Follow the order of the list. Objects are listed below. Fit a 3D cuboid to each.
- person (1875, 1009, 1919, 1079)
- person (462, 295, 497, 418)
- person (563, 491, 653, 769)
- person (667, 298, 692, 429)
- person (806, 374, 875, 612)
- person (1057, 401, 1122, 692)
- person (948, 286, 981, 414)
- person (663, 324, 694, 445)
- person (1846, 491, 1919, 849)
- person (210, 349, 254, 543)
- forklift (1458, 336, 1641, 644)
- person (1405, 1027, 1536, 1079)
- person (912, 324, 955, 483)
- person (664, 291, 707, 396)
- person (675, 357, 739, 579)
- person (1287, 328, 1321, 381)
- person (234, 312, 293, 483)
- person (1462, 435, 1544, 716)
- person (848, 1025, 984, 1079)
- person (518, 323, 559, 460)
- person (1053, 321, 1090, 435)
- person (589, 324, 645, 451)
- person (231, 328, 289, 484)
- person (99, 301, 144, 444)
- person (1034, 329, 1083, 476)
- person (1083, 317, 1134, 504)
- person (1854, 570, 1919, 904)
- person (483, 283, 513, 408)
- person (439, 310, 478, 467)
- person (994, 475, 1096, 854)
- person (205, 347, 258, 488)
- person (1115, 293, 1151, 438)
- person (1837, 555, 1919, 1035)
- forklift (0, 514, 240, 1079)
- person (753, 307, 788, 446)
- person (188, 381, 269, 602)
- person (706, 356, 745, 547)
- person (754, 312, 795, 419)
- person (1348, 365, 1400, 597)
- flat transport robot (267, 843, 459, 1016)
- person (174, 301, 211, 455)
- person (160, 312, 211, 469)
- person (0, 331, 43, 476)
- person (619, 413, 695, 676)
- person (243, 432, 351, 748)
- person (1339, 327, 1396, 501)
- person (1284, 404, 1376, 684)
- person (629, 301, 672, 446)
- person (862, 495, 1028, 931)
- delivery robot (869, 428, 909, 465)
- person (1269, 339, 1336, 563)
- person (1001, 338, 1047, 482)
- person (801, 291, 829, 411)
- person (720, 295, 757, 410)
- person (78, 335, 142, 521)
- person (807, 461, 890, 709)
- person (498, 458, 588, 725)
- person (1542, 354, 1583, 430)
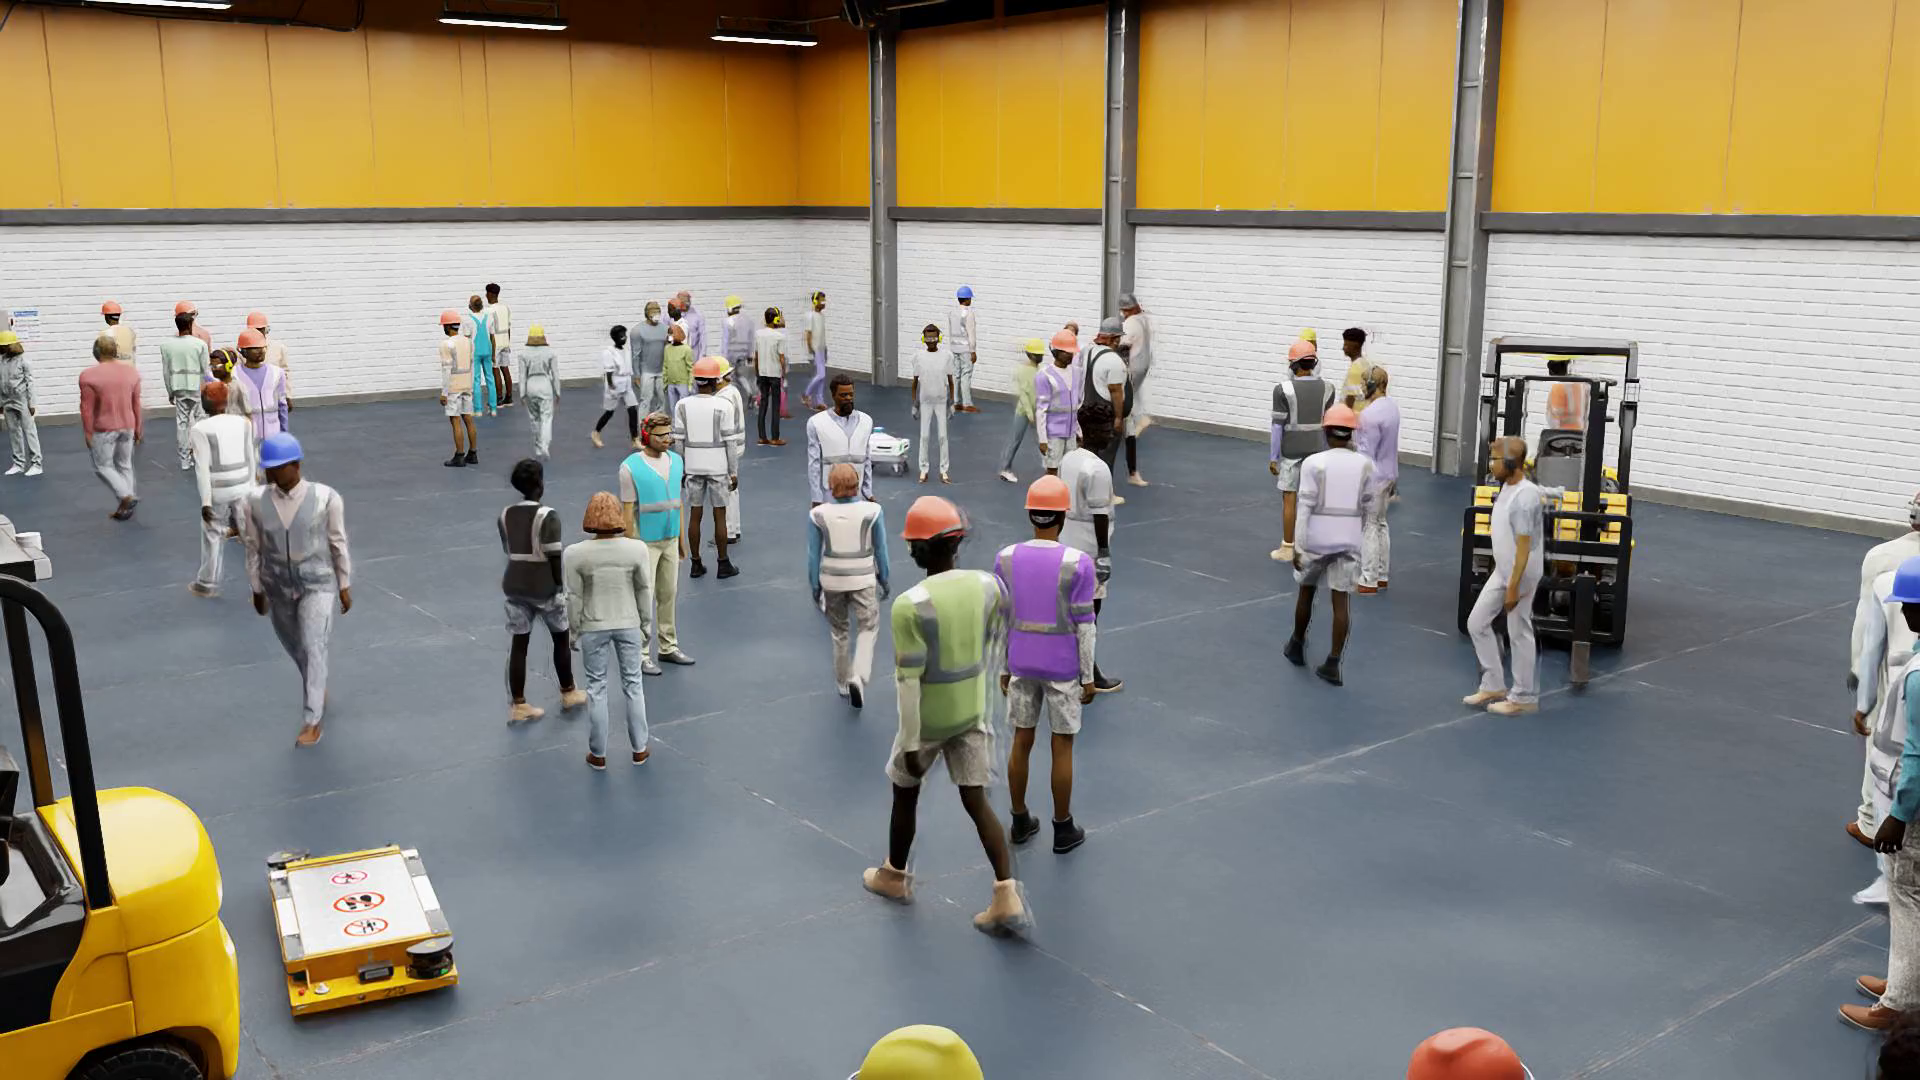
[{"bbox_3d":[1.921,1.762,3.161,0.666,1.878,0.429,-7,14,-30],"label":"person"},{"bbox_3d":[-7.238,-2.764,25.059,0.507,1.845,0.339,-9,15,-37],"label":"person"},{"bbox_3d":[-2.035,0.528,9.679,0.497,1.632,0.289,-4,12,-17],"label":"person"},{"bbox_3d":[-4.002,-2.506,23.745,0.358,1.876,0.575,-4,12,-18],"label":"person"},{"bbox_3d":[-0.960,-0.386,13.397,0.587,1.920,0.395,-8,14,-34],"label":"person"},{"bbox_3d":[0.857,0.041,11.225,0.372,1.963,0.608,-5,13,-21],"label":"person"},{"bbox_3d":[0.056,-2.921,25.563,0.389,1.949,0.604,-8,14,-35],"label":"person"},{"bbox_3d":[-3.753,-2.058,22.160,0.505,1.632,0.269,7,14,31],"label":"person"},{"bbox_3d":[4.859,0.643,8.440,0.651,1.913,0.410,3,12,15],"label":"person"},{"bbox_3d":[-7.015,-0.906,16.027,0.516,1.871,0.325,6,13,28],"label":"person"},{"bbox_3d":[4.683,-0.471,13.136,1.214,2.155,2.313,4,12,20],"label":"forklift"},{"bbox_3d":[0.975,1.782,3.333,0.343,1.747,0.572,-9,14,-36],"label":"person"},{"bbox_3d":[-0.307,-1.581,19.321,0.510,1.861,0.323,0,12,-1],"label":"person"},{"bbox_3d":[-4.195,-2.861,25.469,0.644,1.872,0.768,-2,12,-12],"label":"person"},{"bbox_3d":[-2.197,-0.628,14.518,0.550,1.935,0.376,3,12,12],"label":"person"},{"bbox_3d":[4.190,-1.707,20.225,0.325,1.737,0.487,-10,15,-39],"label":"person"},{"bbox_3d":[-8.095,-1.655,19.340,0.624,1.992,0.386,-6,13,-25],"label":"person"},{"bbox_3d":[3.454,0.247,10.588,0.573,1.814,0.529,0,12,0],"label":"person"},{"bbox_3d":[-0.079,1.773,3.178,0.404,1.830,0.602,2,12,7],"label":"person"},{"bbox_3d":[-5.359,-1.891,21.174,0.492,1.717,0.803,-2,12,-9],"label":"person"},{"bbox_3d":[1.531,-2.184,22.804,0.520,1.625,0.366,0,12,2],"label":"person"},{"bbox_3d":[-4.524,-2.004,21.821,0.813,1.665,0.531,8,14,34],"label":"person"},{"bbox_3d":[-6.846,-1.041,16.248,0.614,2.046,0.366,-10,15,-41],"label":"person"},{"bbox_3d":[-11.224,-2.215,22.184,0.376,1.935,0.550,4,12,20],"label":"person"},{"bbox_3d":[1.009,-1.061,16.393,0.613,2.033,0.411,-11,16,-42],"label":"person"},{"bbox_3d":[1.622,-1.413,18.060,0.542,2.000,0.690,-5,13,-21],"label":"person"},{"bbox_3d":[4.546,0.804,7.798,0.611,1.873,0.723,5,13,23],"label":"person"},{"bbox_3d":[-7.299,-3.063,26.206,0.361,1.963,0.613,4,12,20],"label":"person"},{"bbox_3d":[-6.224,-1.869,20.519,0.372,1.933,0.552,5,13,24],"label":"person"},{"bbox_3d":[0.441,0.630,8.473,0.545,1.929,0.389,6,13,26],"label":"person"},{"bbox_3d":[-8.271,-1.380,18.904,0.513,1.631,0.318,-8,14,-34],"label":"person"},{"bbox_3d":[2.355,-2.402,22.834,0.572,2.000,0.704,7,14,31],"label":"person"},{"bbox_3d":[3.788,1.015,6.584,0.401,1.938,0.602,10,16,41],"label":"person"},{"bbox_3d":[-3.687,1.115,5.480,2.313,2.155,1.214,-9,15,-36],"label":"forklift"},{"bbox_3d":[-2.520,-2.173,22.190,0.528,1.857,0.333,6,13,27],"label":"person"},{"bbox_3d":[-6.014,-0.390,13.640,1.014,1.832,0.589,7,14,30],"label":"person"},{"bbox_3d":[-2.252,-0.845,15.868,0.403,1.817,0.601,0,12,-1],"label":"person"},{"bbox_3d":[-2.786,-2.606,24.850,0.514,1.617,0.518,-9,15,-38],"label":"person"},{"bbox_3d":[3.462,-0.492,13.906,0.377,1.927,0.635,7,14,30],"label":"person"},{"bbox_3d":[-2.697,1.677,7.432,0.652,0.197,1.431,-6,13,-25],"label":"flat transport robot"},{"bbox_3d":[-9.900,-2.087,21.477,0.410,1.980,0.626,3,12,12],"label":"person"},{"bbox_3d":[-9.414,-1.819,20.319,0.591,1.920,0.393,0,12,0],"label":"person"},{"bbox_3d":[-11.264,-1.627,19.847,0.486,1.737,0.318,3,12,14],"label":"person"},{"bbox_3d":[-2.150,0.018,11.650,0.377,1.835,0.567,7,14,32],"label":"person"},{"bbox_3d":[-4.102,0.251,10.361,0.613,1.913,0.943,-1,12,-5],"label":"person"},{"bbox_3d":[4.311,-1.350,18.069,1.001,1.917,0.626,3,12,14],"label":"person"},{"bbox_3d":[2.565,-0.003,11.607,0.569,1.891,0.897,-1,12,-4],"label":"person"},{"bbox_3d":[-4.109,-2.230,22.275,0.639,1.934,0.369,-10,16,-41],"label":"person"},{"bbox_3d":[-0.062,0.783,7.574,0.621,2.000,0.996,-9,15,-37],"label":"person"},{"bbox_3d":[-0.977,-1.106,19.957,0.707,0.478,0.477,3,12,14],"label":"delivery robot"},{"bbox_3d":[3.097,-0.805,15.158,0.603,2.034,0.417,-3,12,-15],"label":"person"},{"bbox_3d":[0.825,-1.479,19.176,0.528,1.710,0.940,-11,16,-42],"label":"person"},{"bbox_3d":[-2.190,-2.915,25.753,0.412,1.856,0.544,5,13,22],"label":"person"},{"bbox_3d":[-3.427,-2.854,25.557,0.527,1.812,0.616,10,15,39],"label":"person"},{"bbox_3d":[-8.549,-1.106,16.865,0.593,1.927,0.630,8,14,33],"label":"person"},{"bbox_3d":[-0.729,0.296,10.832,0.537,1.613,0.658,1,12,4],"label":"person"},{"bbox_3d":[-2.698,0.309,10.639,0.548,1.659,0.698,6,13,25],"label":"person"},{"bbox_3d":[5.907,-0.982,16.283,0.510,1.914,0.592,7,14,32],"label":"person"}]
